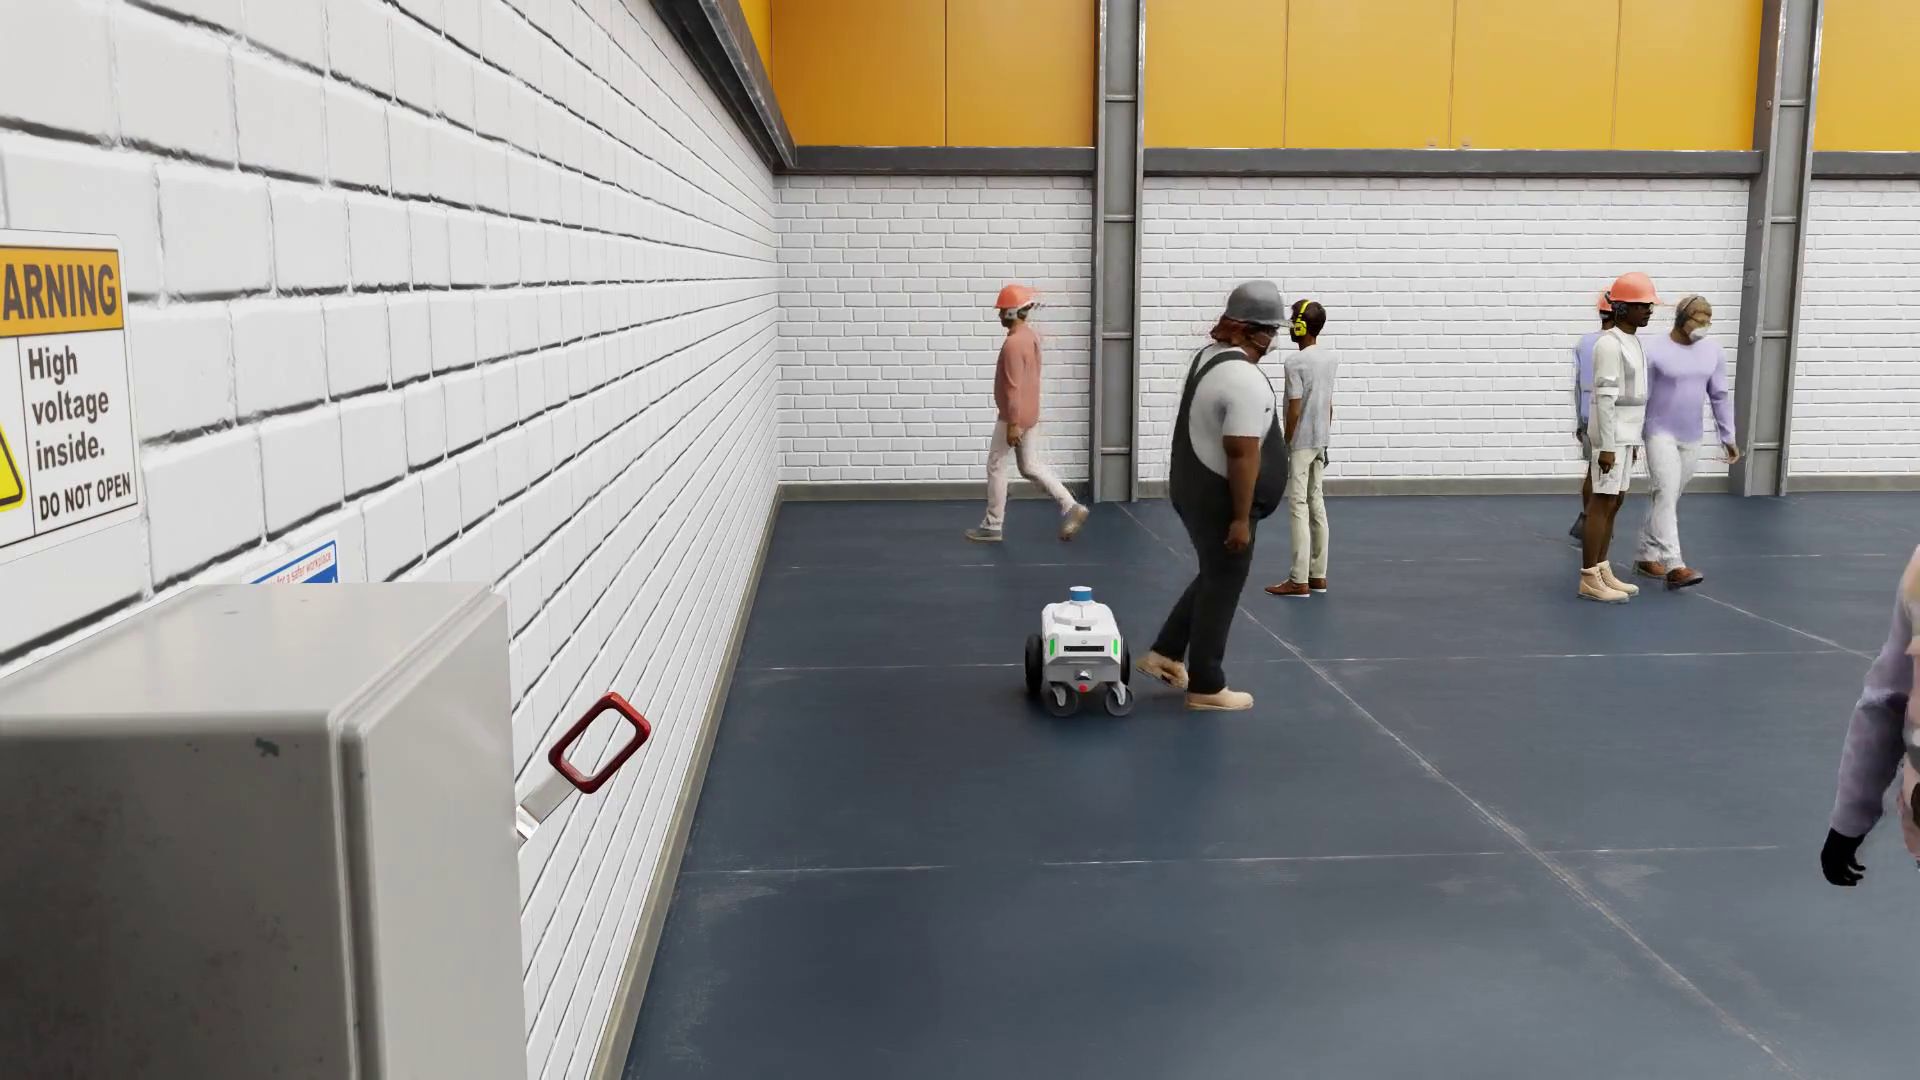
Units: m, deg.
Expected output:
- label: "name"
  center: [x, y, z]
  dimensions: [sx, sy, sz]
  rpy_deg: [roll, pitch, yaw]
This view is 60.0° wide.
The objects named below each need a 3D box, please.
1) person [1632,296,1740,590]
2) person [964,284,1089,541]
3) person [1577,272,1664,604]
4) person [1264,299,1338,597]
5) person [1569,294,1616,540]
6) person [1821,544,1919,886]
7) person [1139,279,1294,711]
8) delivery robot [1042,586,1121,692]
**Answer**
- label: "person"
  center: [4.695, -0.625, 10.772]
  dimensions: [0.631, 1.883, 0.952]
  rpy_deg: [-2, 9, -13]
- label: "person"
  center: [0.506, -0.945, 12.558]
  dimensions: [0.894, 1.963, 0.626]
  rpy_deg: [3, 10, 21]
- label: "person"
  center: [4.109, -0.633, 10.325]
  dimensions: [0.393, 2.041, 0.613]
  rpy_deg: [6, 11, 34]
- label: "person"
  center: [2.162, -0.576, 10.497]
  dimensions: [0.328, 1.876, 0.513]
  rpy_deg: [9, 12, 43]
- label: "person"
  center: [4.807, -0.912, 12.461]
  dimensions: [0.571, 1.921, 0.585]
  rpy_deg: [-3, 10, -20]
- label: "person"
  center: [2.062, 0.611, 3.317]
  dimensions: [0.977, 1.789, 0.651]
  rpy_deg: [-3, 10, -18]
- label: "person"
  center: [1.232, -0.210, 7.677]
  dimensions: [0.573, 2.000, 0.705]
  rpy_deg: [-1, 9, -7]
- label: "delivery robot"
  center: [0.565, 0.463, 7.810]
  dimensions: [0.477, 0.478, 0.707]
  rpy_deg: [0, 9, 1]
